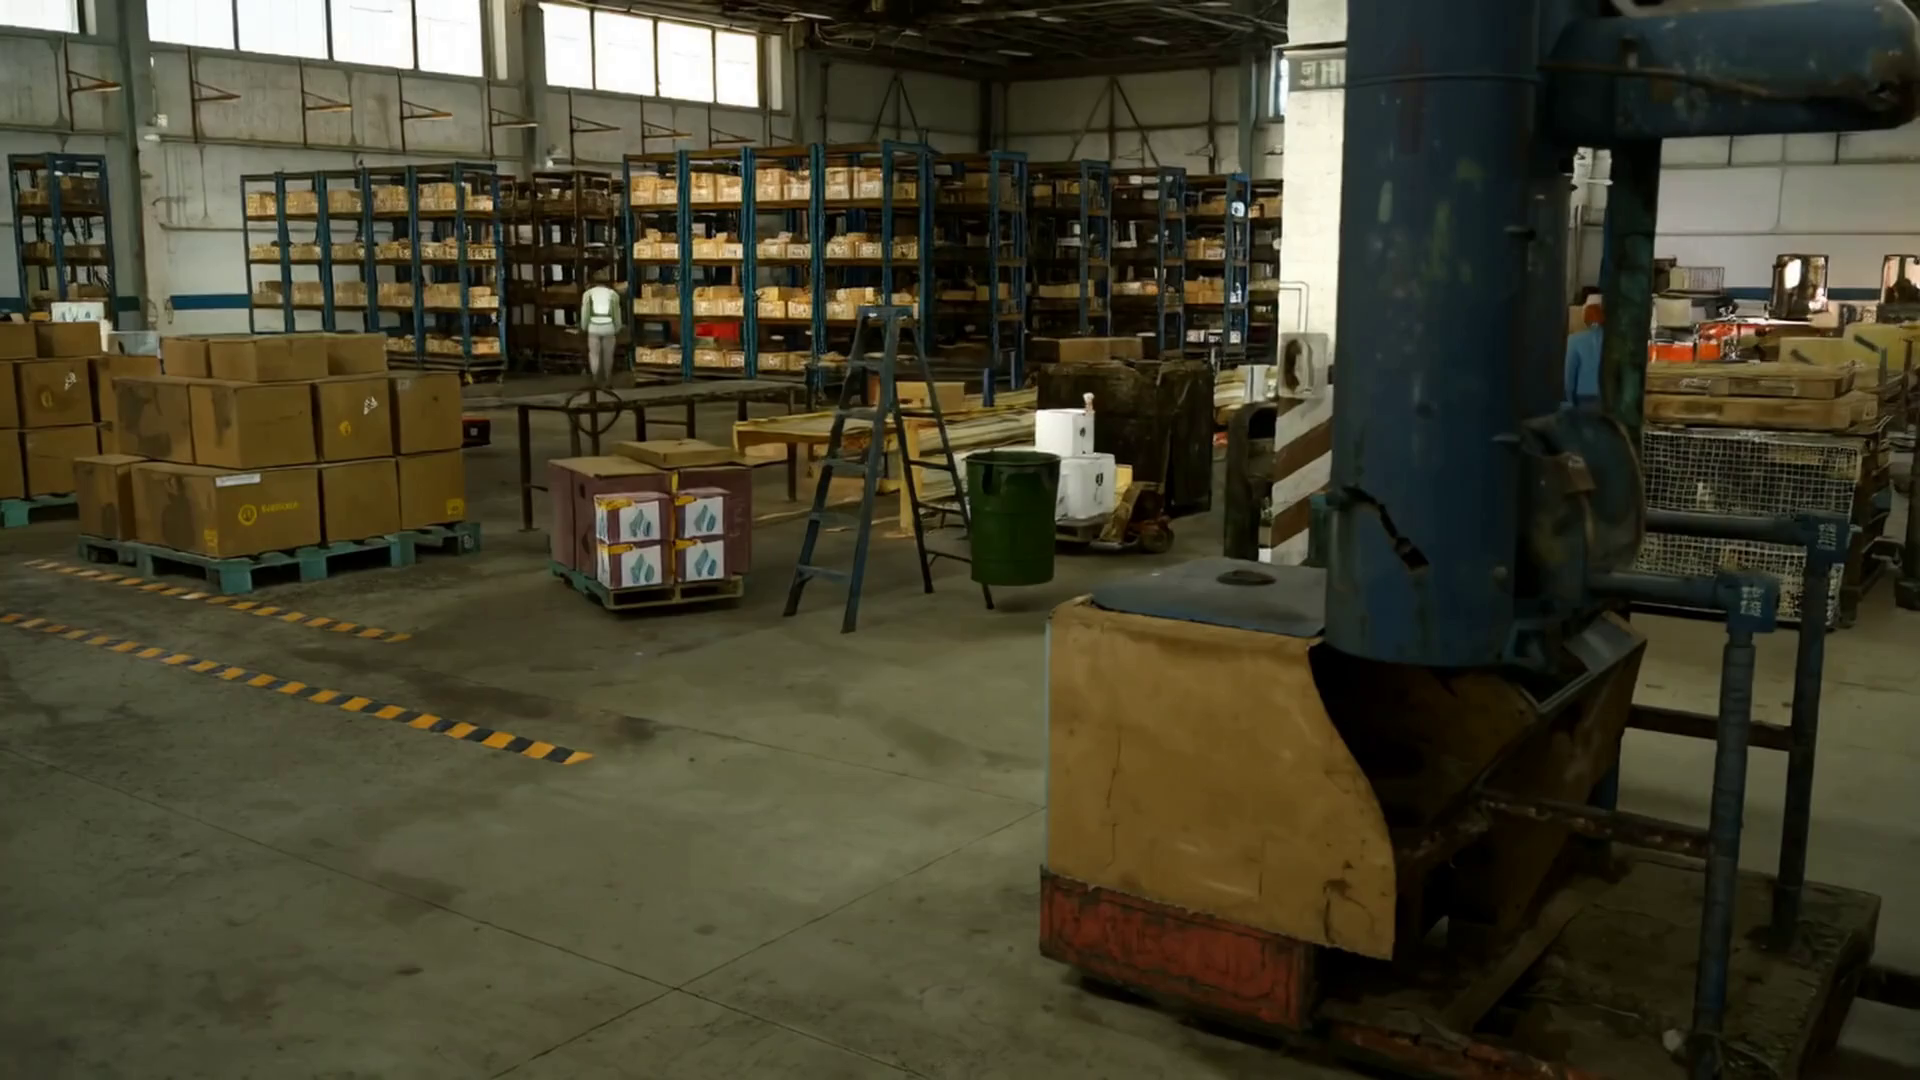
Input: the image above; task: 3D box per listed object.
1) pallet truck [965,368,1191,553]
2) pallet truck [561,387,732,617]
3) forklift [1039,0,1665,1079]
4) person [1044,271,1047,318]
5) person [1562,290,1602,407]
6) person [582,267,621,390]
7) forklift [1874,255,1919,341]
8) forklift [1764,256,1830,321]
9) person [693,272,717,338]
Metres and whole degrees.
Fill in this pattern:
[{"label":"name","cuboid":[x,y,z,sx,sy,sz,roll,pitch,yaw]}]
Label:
[{"label":"pallet truck","cuboid":[0.845,-0.609,11.869,1.630,1.274,0.653,7,12,35]},{"label":"pallet truck","cuboid":[-1.981,-0.274,10.088,0.680,1.201,1.601,-5,11,-28]},{"label":"forklift","cuboid":[1.249,-0.137,4.360,1.873,2.768,1.129,7,12,35]},{"label":"person","cuboid":[1.981,-5.265,38.061,0.873,1.807,0.584,-9,13,-42]},{"label":"person","cuboid":[5.952,-1.476,15.681,0.542,1.750,0.367,5,11,26]},{"label":"person","cuboid":[-5.551,-3.253,25.763,0.610,1.922,0.729,-1,10,-7]},{"label":"forklift","cuboid":[22.089,-5.634,38.796,1.157,1.987,2.680,6,11,33]},{"label":"forklift","cuboid":[20.253,-5.854,40.139,1.157,1.987,2.680,7,12,35]},{"label":"person","cuboid":[-4.588,-3.871,29.755,0.608,1.812,0.472,5,11,29]}]
